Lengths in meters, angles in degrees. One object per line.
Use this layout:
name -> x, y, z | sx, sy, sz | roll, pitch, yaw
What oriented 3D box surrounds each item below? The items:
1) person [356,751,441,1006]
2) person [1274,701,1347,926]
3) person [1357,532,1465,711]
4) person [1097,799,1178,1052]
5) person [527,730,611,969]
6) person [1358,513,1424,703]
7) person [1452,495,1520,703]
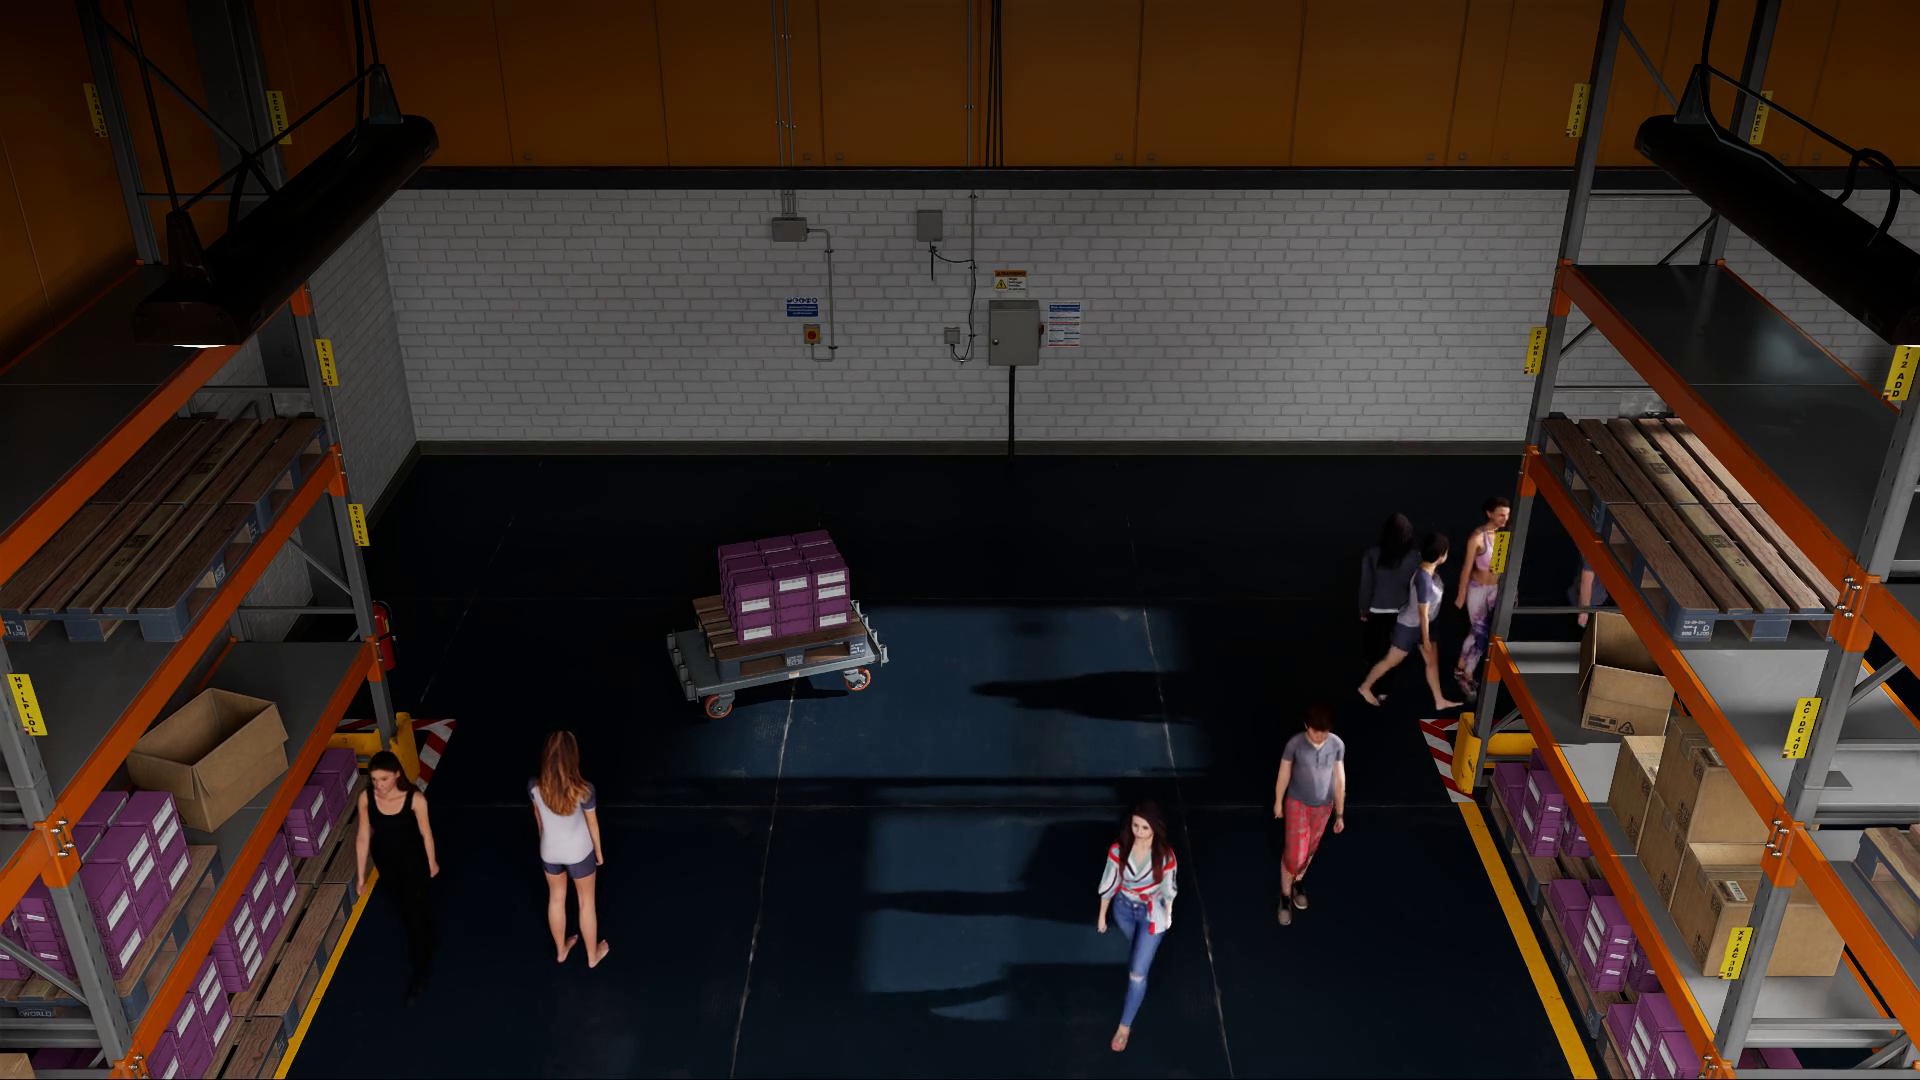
person -> -3.480, 1.992, 10.447 | 0.662, 1.672, 0.897 | 4, 29, 7
person -> 2.295, 1.707, 11.008 | 0.597, 1.635, 0.681 | -2, 29, -3
person -> 3.499, 0.657, 13.052 | 0.980, 1.519, 1.078 | 15, 32, 26
person -> 1.110, 2.221, 10.133 | 0.892, 1.569, 1.180 | 11, 30, 19
person -> -2.473, 1.957, 10.452 | 0.618, 1.727, 0.576 | 4, 29, 8
person -> 3.415, 0.558, 13.190 | 0.836, 1.562, 1.062 | 7, 29, 13
person -> 4.118, 0.398, 13.281 | 0.717, 1.754, 0.780 | -16, 32, -27
